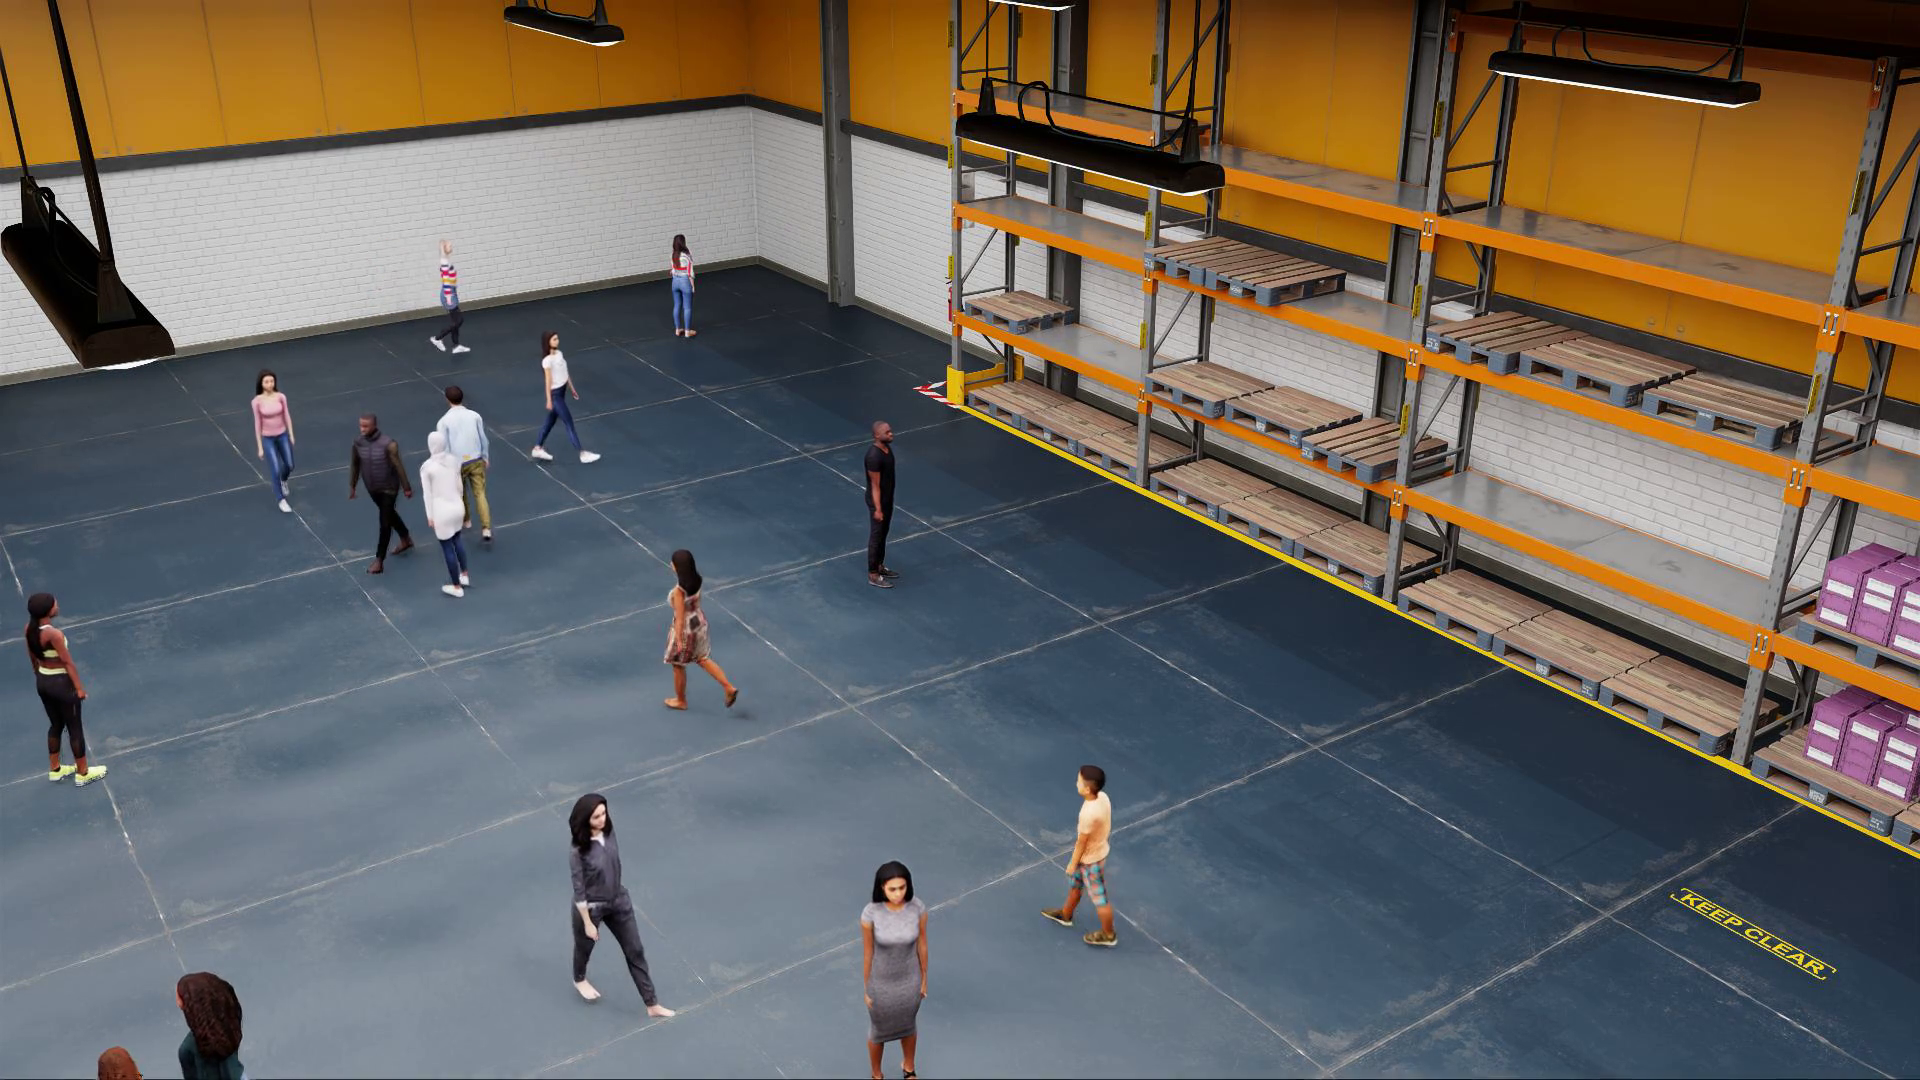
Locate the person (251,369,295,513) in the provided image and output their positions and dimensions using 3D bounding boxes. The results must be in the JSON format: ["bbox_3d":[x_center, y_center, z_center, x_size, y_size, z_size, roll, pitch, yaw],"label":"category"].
[{"bbox_3d":[-8.116,-1.206,19.631,0.620,1.729,0.748,-16,28,-32],"label":"person"}]

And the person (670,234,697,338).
[{"bbox_3d":[-4.390,-4.025,26.225,0.609,1.612,0.720,11,26,23],"label":"person"}]

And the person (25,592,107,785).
[{"bbox_3d":[-7.607,1.255,13.972,0.679,1.752,0.760,9,25,19],"label":"person"}]

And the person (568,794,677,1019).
[{"bbox_3d":[-2.516,2.459,11.264,1.229,1.714,0.889,15,28,31],"label":"person"}]

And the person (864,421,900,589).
[{"bbox_3d":[-0.852,-0.406,17.686,0.788,1.819,0.749,6,24,13],"label":"person"}]

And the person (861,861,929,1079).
[{"bbox_3d":[-0.425,2.778,10.452,0.643,1.779,0.645,-5,24,-12],"label":"person"}]

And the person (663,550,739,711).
[{"bbox_3d":[-2.388,0.841,15.074,1.092,1.627,0.951,9,25,19],"label":"person"}]

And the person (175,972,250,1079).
[{"bbox_3d":[-4.225,3.216,9.700,1.072,1.579,1.113,0,24,1],"label":"person"}]

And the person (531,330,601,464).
[{"bbox_3d":[-5.163,-1.779,20.941,1.113,1.729,1.135,2,24,4],"label":"person"}]

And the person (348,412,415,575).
[{"bbox_3d":[-6.231,-0.570,18.107,1.280,1.783,1.272,9,25,19],"label":"person"}]

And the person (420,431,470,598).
[{"bbox_3d":[-5.344,-0.261,17.426,0.680,1.762,0.664,19,30,36],"label":"person"}]

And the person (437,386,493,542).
[{"bbox_3d":[-5.523,-0.814,18.689,0.745,1.764,1.217,-13,27,-27],"label":"person"}]

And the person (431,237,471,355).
[{"bbox_3d":[-7.831,-3.694,25.236,0.886,1.797,0.856,-4,24,-10],"label":"person"}]

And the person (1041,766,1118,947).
[{"bbox_3d":[1.024,2.292,11.987,0.931,1.440,0.822,7,25,16],"label":"person"}]
